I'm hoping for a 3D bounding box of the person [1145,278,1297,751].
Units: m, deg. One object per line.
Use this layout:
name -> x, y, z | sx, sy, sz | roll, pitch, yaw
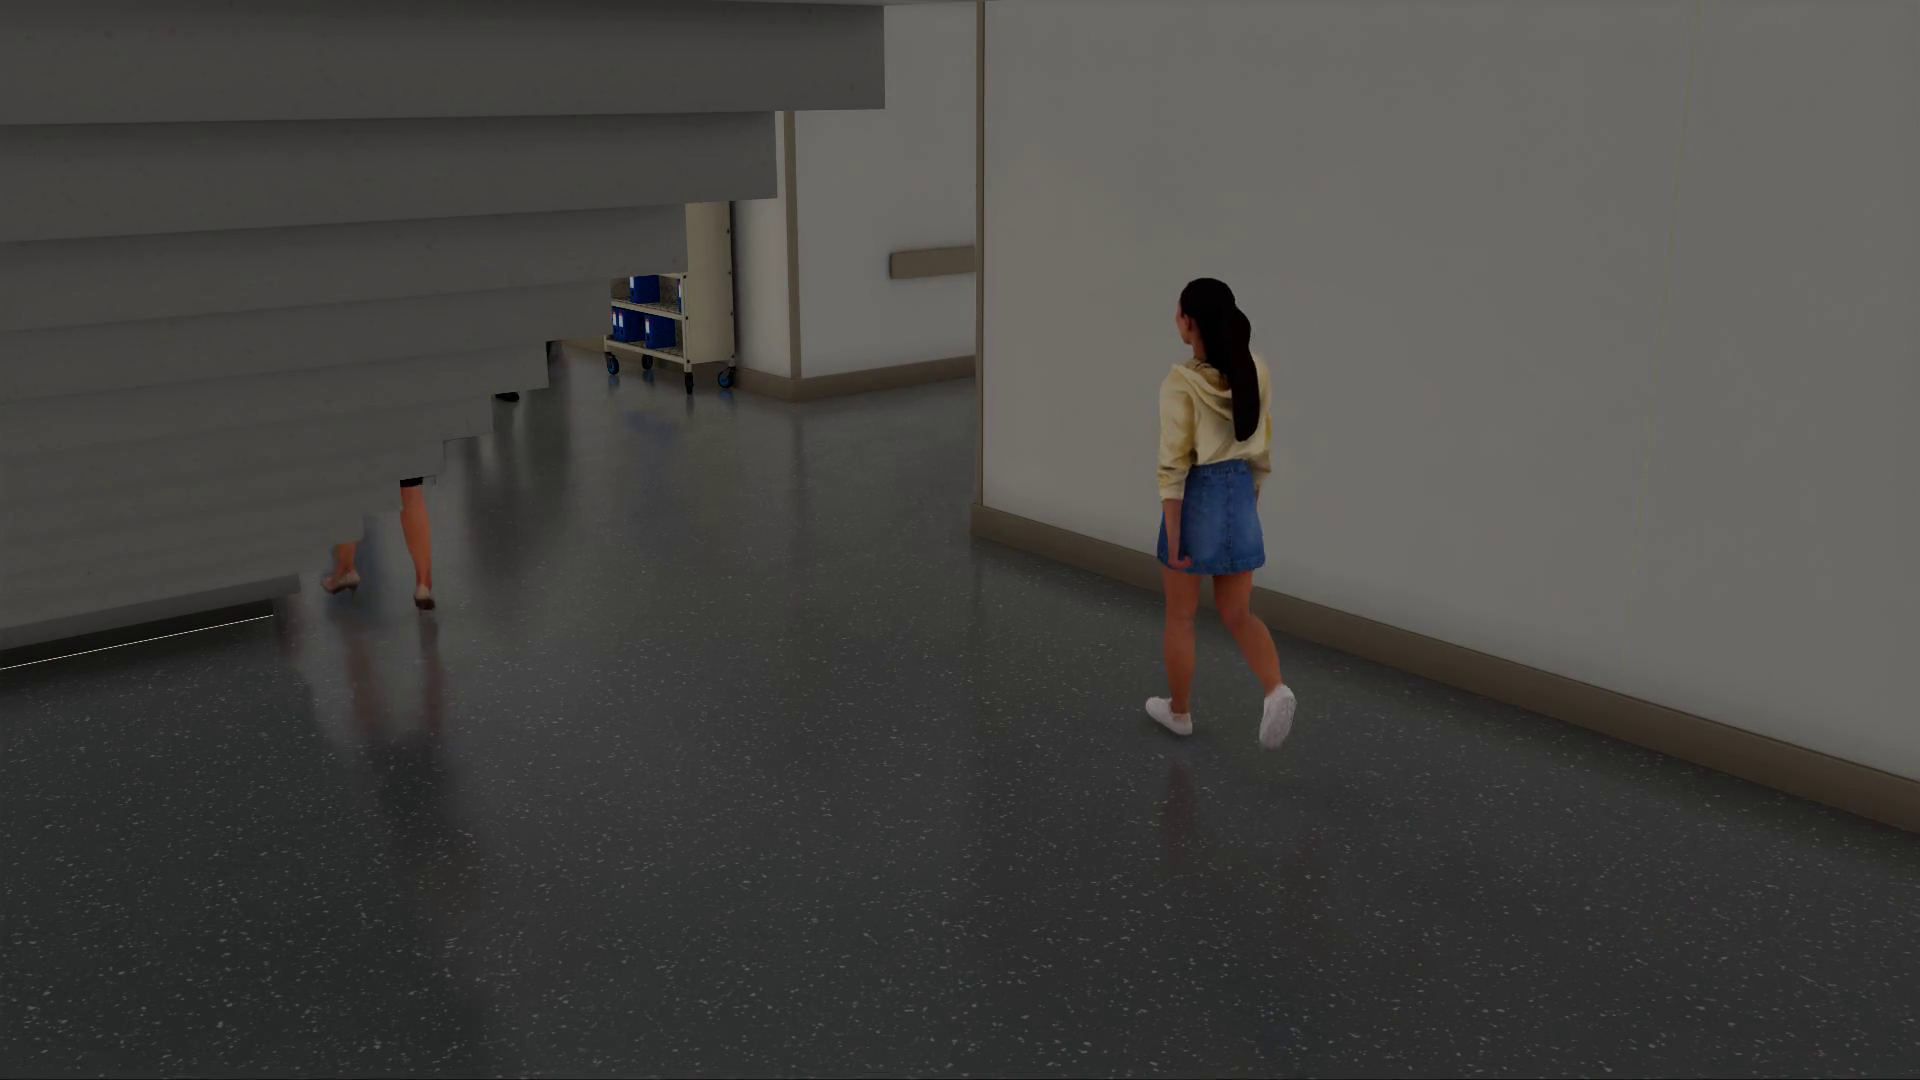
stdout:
person -> 0.888, -0.047, 5.565 | 0.774, 1.612, 1.027 | -8, 18, -27
